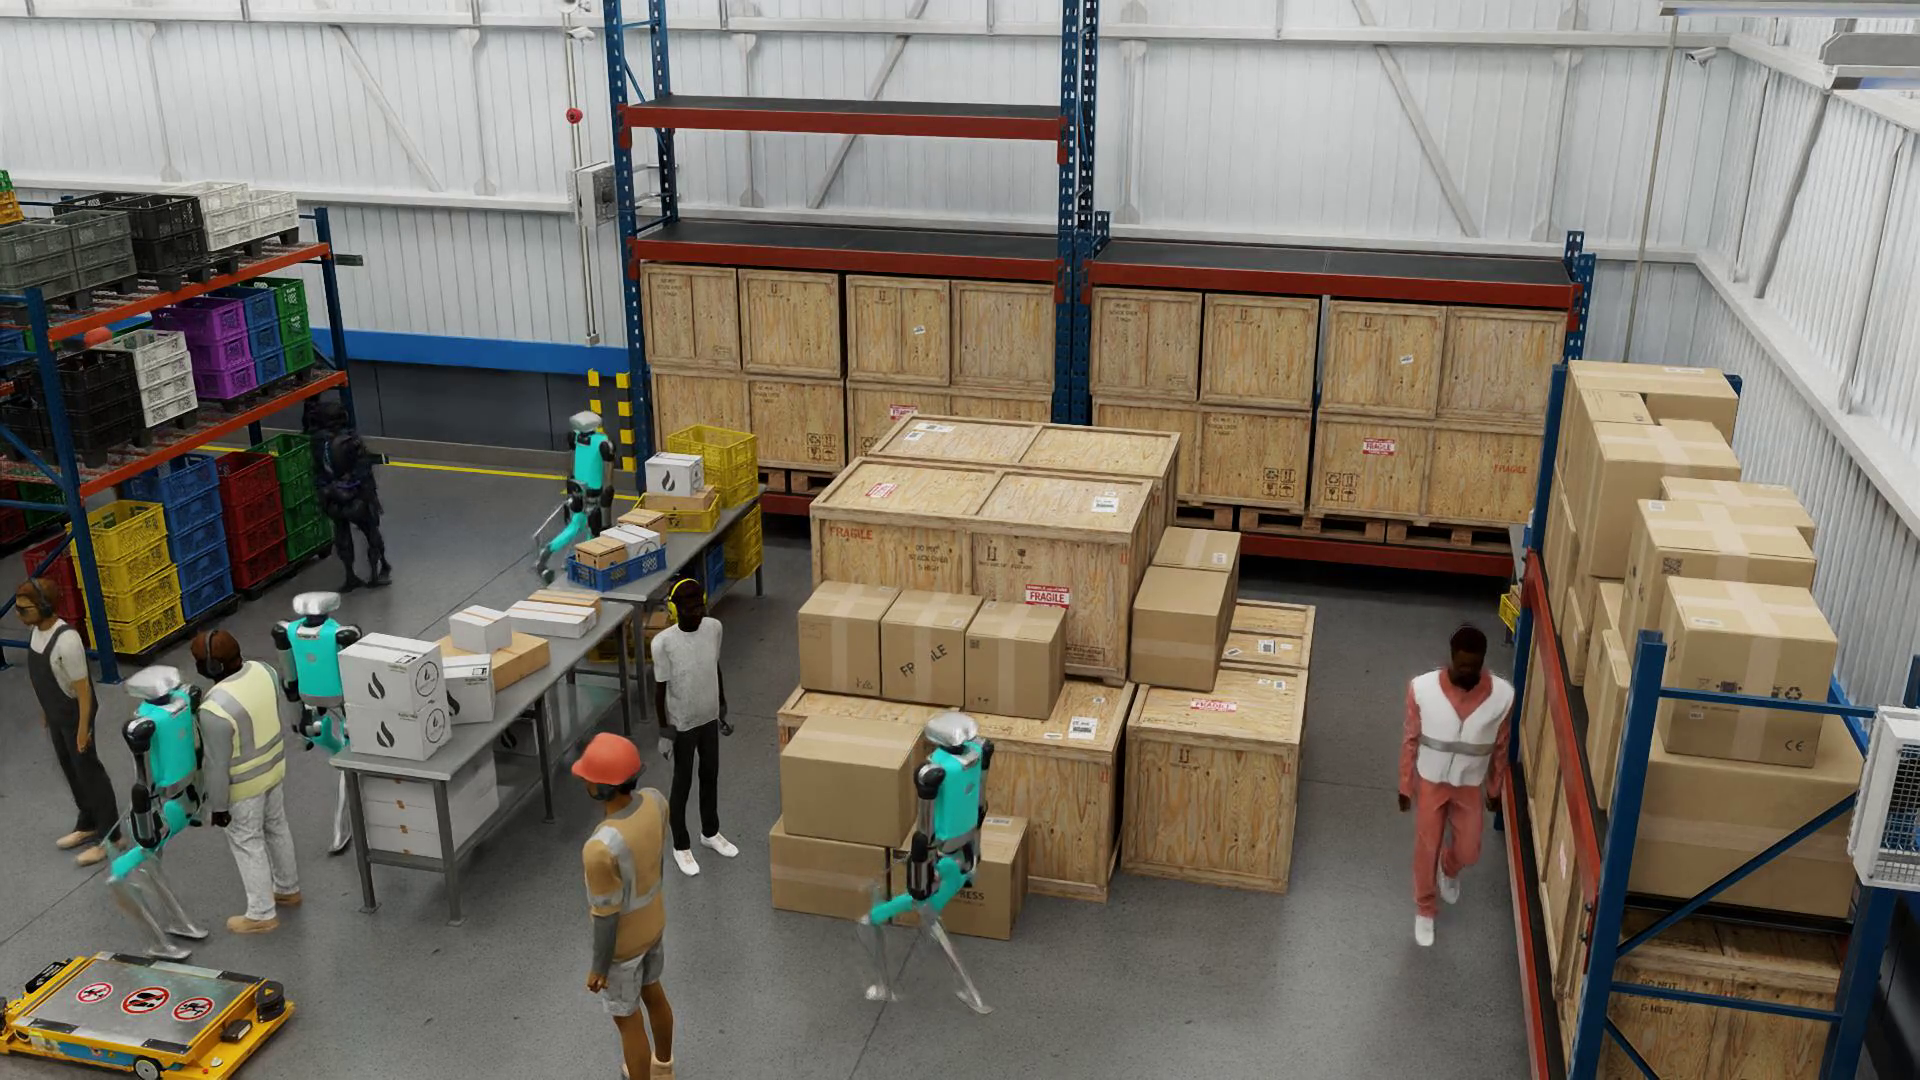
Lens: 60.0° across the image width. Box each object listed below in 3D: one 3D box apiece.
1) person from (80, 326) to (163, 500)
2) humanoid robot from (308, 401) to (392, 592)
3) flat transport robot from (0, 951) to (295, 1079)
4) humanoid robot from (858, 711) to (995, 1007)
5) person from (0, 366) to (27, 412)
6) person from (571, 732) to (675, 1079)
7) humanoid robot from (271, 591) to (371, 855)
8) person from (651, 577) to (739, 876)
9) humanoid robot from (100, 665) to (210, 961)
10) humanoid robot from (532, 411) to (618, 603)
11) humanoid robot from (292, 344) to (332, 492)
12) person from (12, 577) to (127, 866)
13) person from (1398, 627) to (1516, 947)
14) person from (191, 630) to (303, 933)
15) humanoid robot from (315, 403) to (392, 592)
[{"bbox_3d":[-7.645,-0.988,15.190,0.626,2.022,0.411,-1,21,-4],"label":"person"},{"bbox_3d":[-5.176,-0.391,14.147,0.634,1.640,0.599,4,21,9],"label":"humanoid robot"},{"bbox_3d":[-4.270,2.464,8.601,1.431,0.231,0.659,5,22,13],"label":"flat transport robot"},{"bbox_3d":[-0.245,1.661,8.698,0.795,1.787,0.537,16,26,36],"label":"humanoid robot"},{"bbox_3d":[-9.829,-1.632,17.098,0.692,1.844,0.558,-1,21,-3],"label":"person"},{"bbox_3d":[-1.571,1.823,7.789,0.366,2.048,0.606,6,22,15],"label":"person"},{"bbox_3d":[-3.742,1.058,10.162,0.539,1.763,0.685,3,21,7],"label":"humanoid robot"},{"bbox_3d":[-1.576,1.093,9.944,0.316,1.869,0.530,19,28,41],"label":"person"},{"bbox_3d":[-4.435,1.467,9.045,0.709,1.721,0.539,4,21,10],"label":"humanoid robot"},{"bbox_3d":[-3.085,-0.131,13.314,0.539,1.740,0.975,17,27,38],"label":"humanoid robot"},{"bbox_3d":[-6.288,-1.135,16.097,0.562,1.639,0.590,-4,21,-12],"label":"humanoid robot"},{"bbox_3d":[-5.379,1.076,10.022,0.512,1.843,0.328,17,27,37],"label":"person"},{"bbox_3d":[2.738,1.333,9.282,0.587,1.902,0.503,3,21,8],"label":"person"},{"bbox_3d":[-4.013,1.347,9.334,0.429,1.834,0.631,3,21,8],"label":"person"},{"bbox_3d":[-5.156,-0.361,14.009,0.608,1.656,0.367,9,23,23],"label":"humanoid robot"}]
